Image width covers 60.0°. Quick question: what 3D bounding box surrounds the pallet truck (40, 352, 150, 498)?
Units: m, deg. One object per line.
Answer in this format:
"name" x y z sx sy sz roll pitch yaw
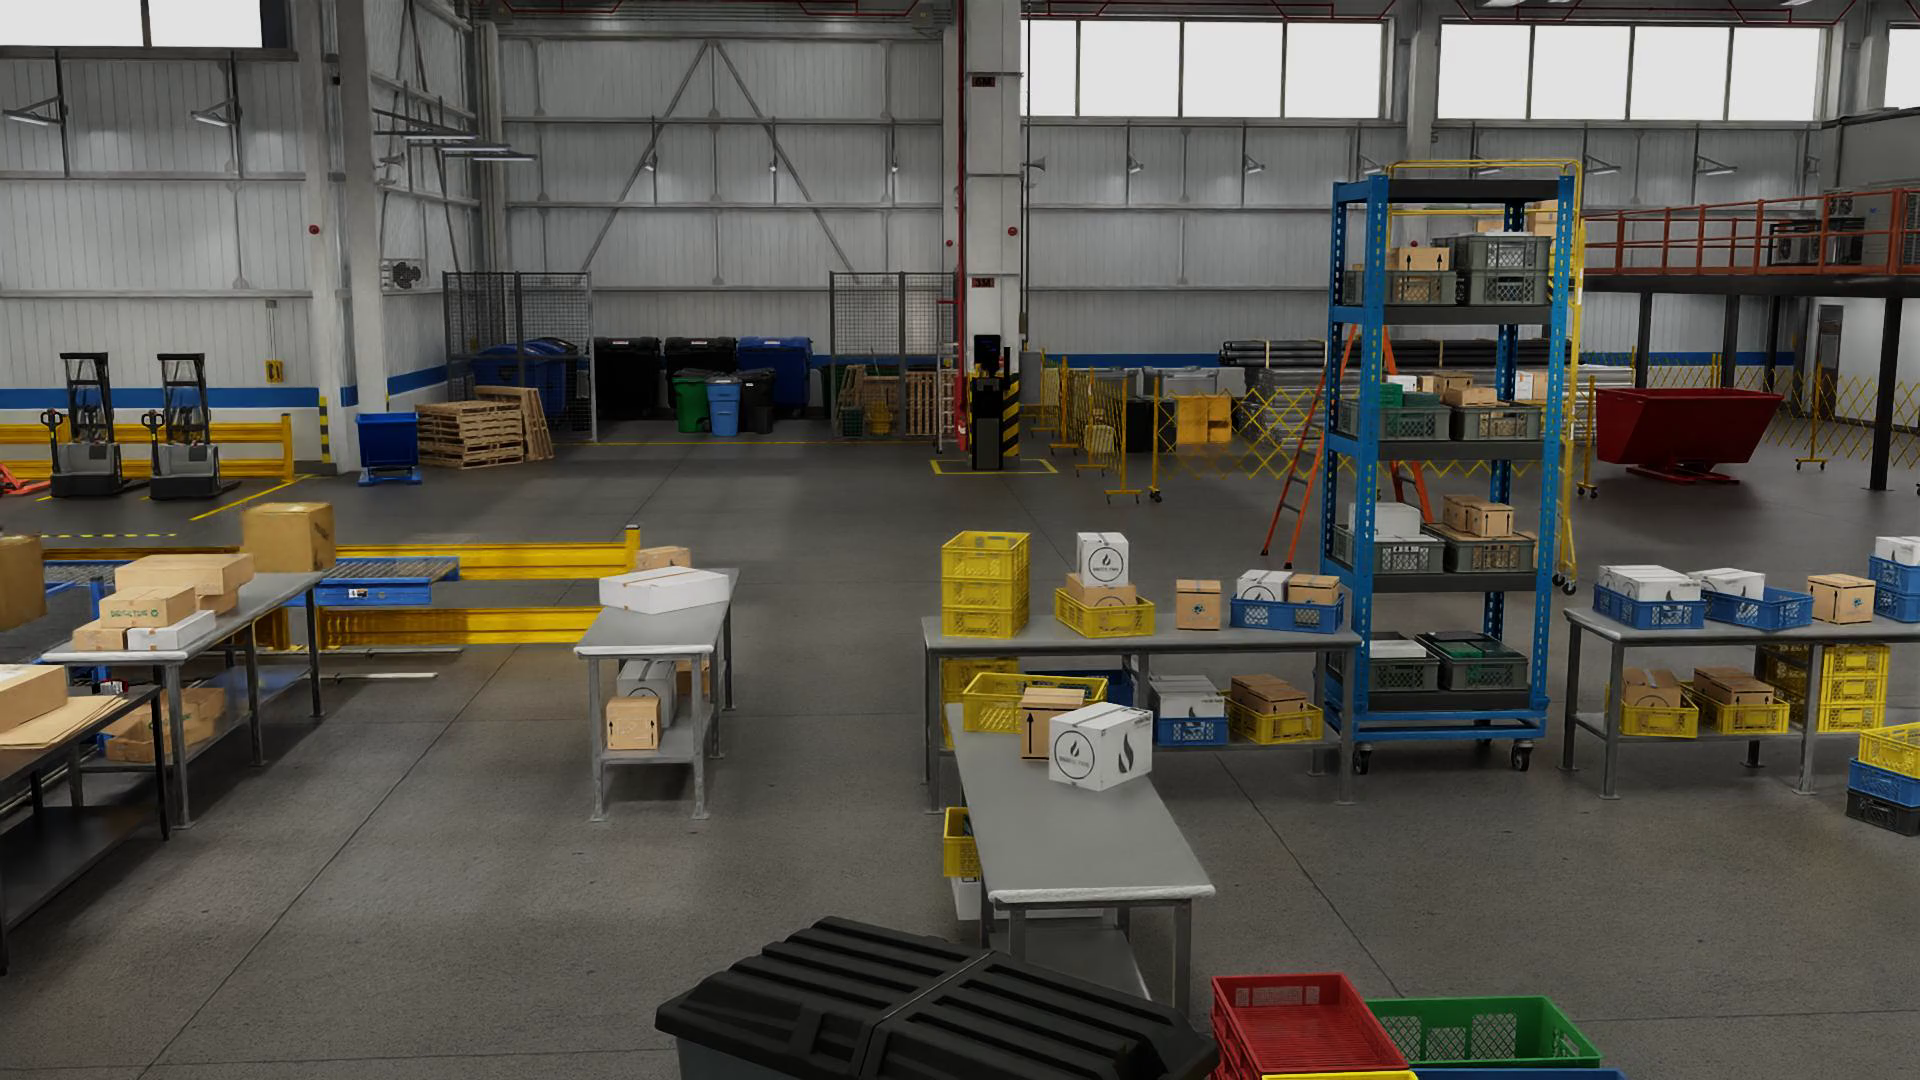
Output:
"pallet truck" -11.907 -1.642 23.165 0.823 1.965 1.885 0 9 0

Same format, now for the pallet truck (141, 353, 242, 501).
"pallet truck" -10.520 -1.604 22.925 0.823 1.965 1.885 -1 9 -6

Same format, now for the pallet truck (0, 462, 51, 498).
"pallet truck" -13.193 -1.293 23.148 0.653 1.274 1.630 -1 9 -4
